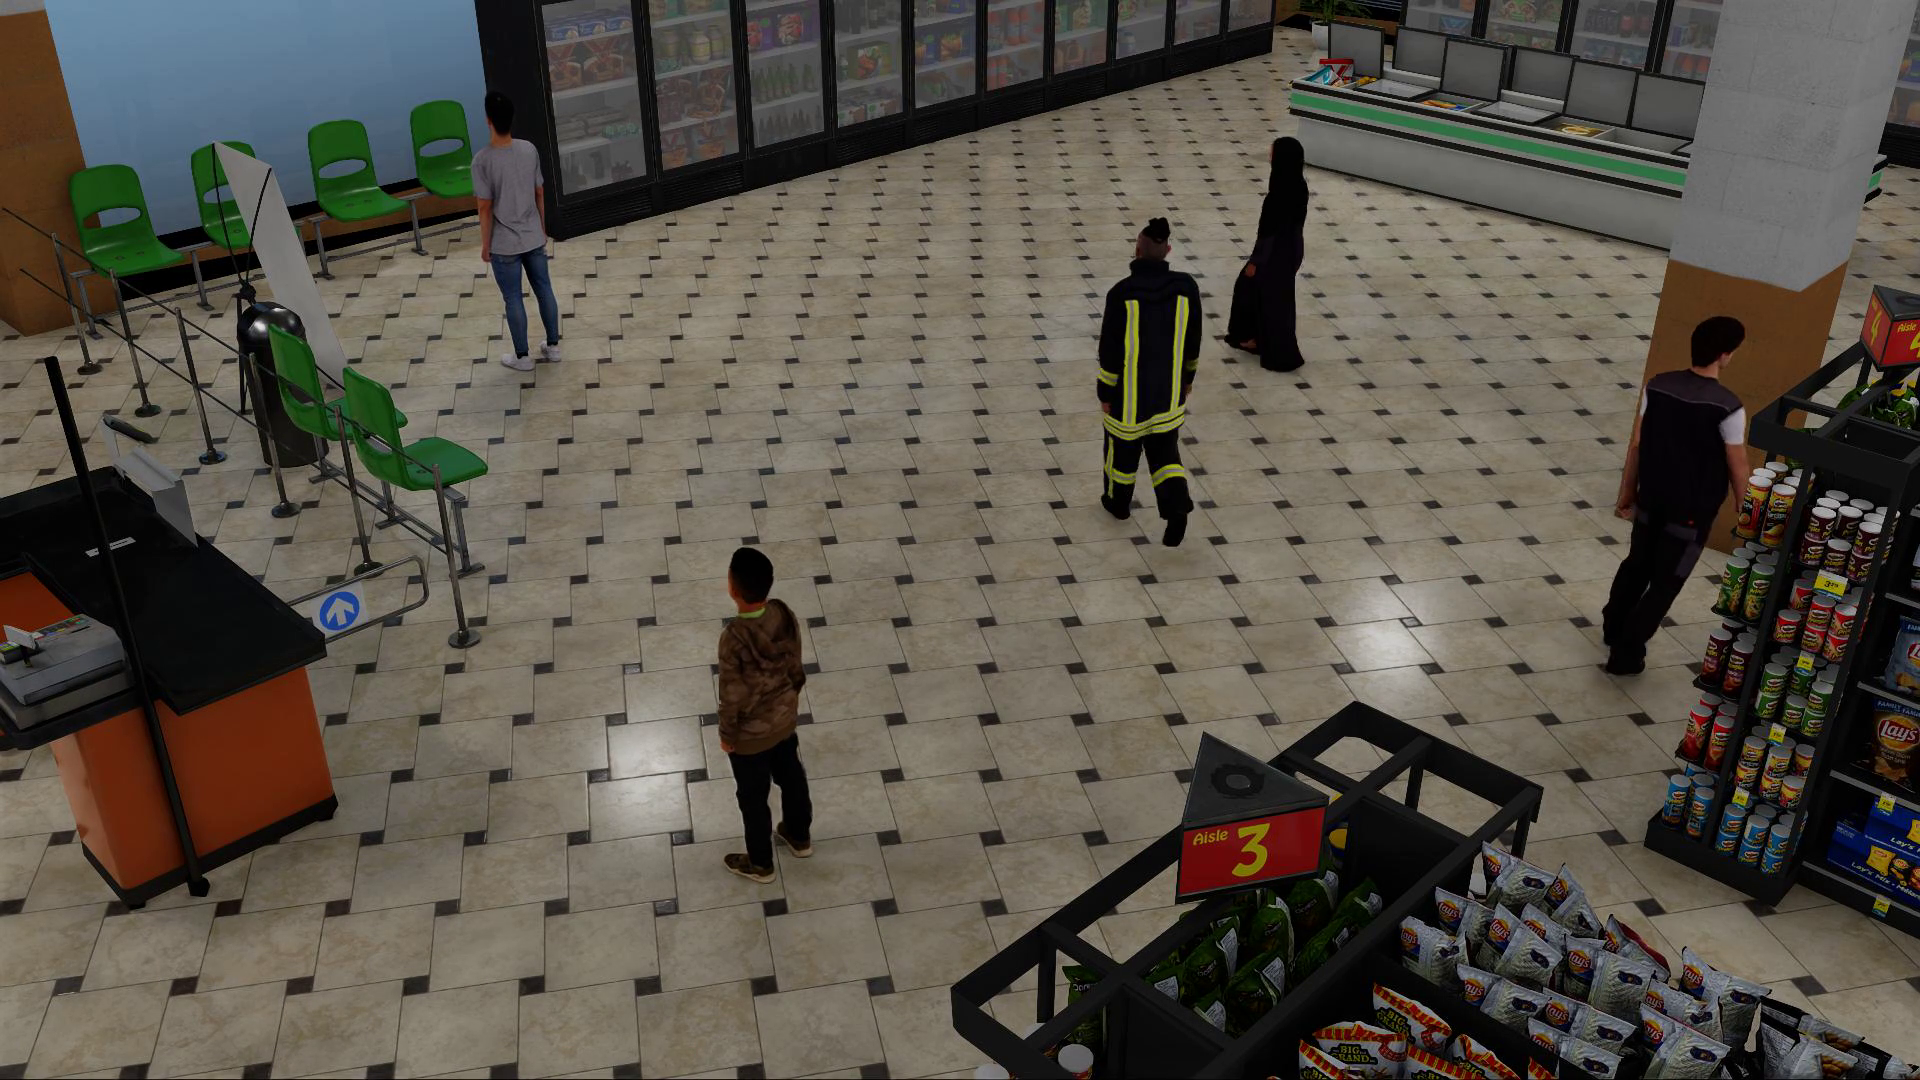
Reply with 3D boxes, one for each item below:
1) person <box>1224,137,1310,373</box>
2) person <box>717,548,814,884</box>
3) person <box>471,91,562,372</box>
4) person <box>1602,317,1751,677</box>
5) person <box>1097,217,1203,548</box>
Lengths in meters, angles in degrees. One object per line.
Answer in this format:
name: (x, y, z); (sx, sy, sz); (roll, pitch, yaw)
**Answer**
person: (2.236, -1.920, 11.277); (0.928, 1.612, 0.758); (14, 31, 23)
person: (-0.782, 0.700, 6.644); (0.555, 1.453, 0.582); (21, 35, 33)
person: (-3.011, -2.082, 11.284); (0.669, 1.890, 0.563); (-24, 37, -37)
person: (3.330, -0.153, 7.815); (0.820, 1.828, 0.823); (-22, 36, -35)
person: (1.035, -0.835, 9.061); (1.043, 1.831, 1.186); (-8, 30, -14)
